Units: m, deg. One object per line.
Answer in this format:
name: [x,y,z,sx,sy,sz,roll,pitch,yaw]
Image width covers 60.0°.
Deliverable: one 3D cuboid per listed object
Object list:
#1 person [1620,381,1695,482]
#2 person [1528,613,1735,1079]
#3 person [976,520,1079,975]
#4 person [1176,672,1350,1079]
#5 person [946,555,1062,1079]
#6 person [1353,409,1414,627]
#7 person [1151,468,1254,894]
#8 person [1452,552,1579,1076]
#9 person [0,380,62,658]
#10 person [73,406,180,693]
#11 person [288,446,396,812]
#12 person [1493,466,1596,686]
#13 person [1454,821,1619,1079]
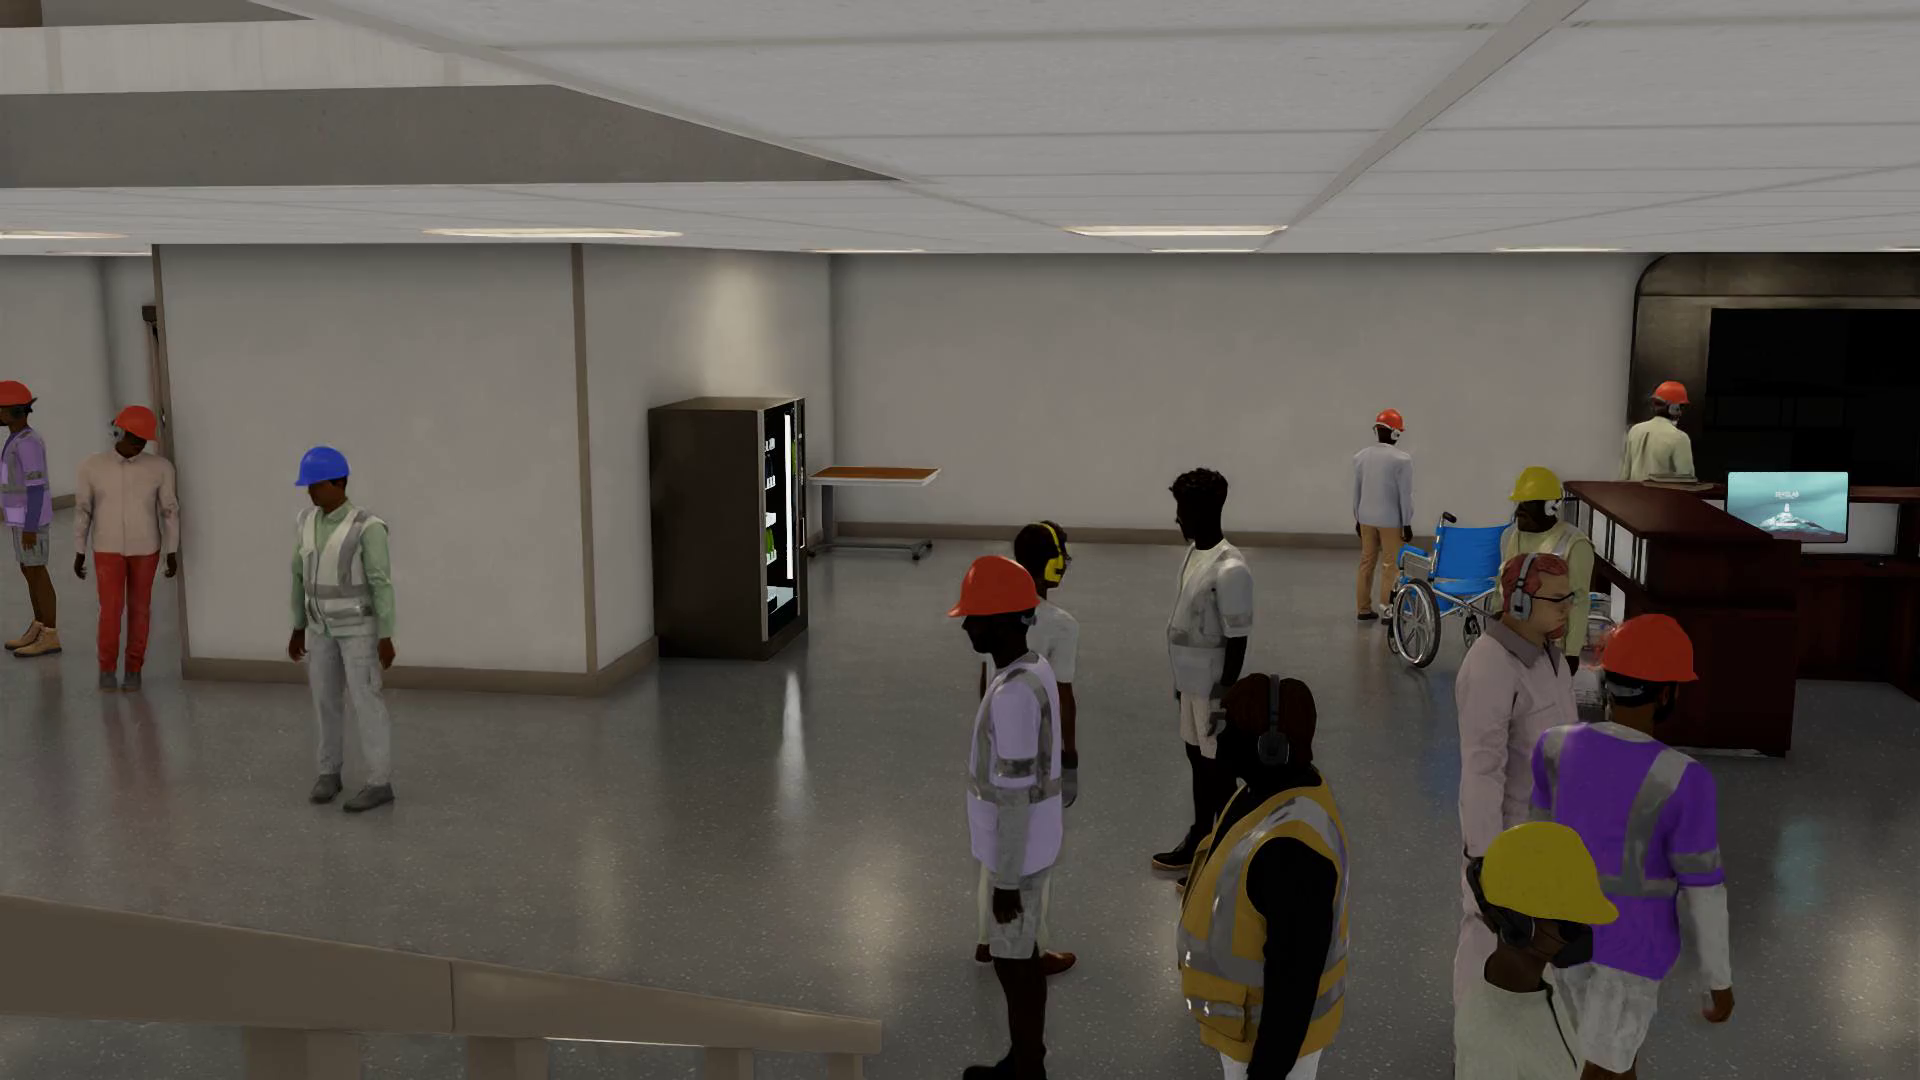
person: [5.710,-0.296,13.416,0.942,1.952,0.651,-3,10,-17]
person: [1.921,1.141,4.803,1.009,1.881,0.567,-5,11,-30]
person: [0.282,0.848,6.683,0.521,1.859,0.336,8,12,41]
person: [0.771,1.242,4.300,0.429,1.844,0.625,1,9,4]
person: [0.145,1.006,5.500,0.383,1.929,0.546,1,9,5]
person: [3.413,-0.180,13.370,0.353,1.743,0.564,-7,11,-37]
person: [1.126,0.641,7.635,0.374,1.960,0.600,-2,9,-10]
person: [1.940,0.976,5.775,0.399,1.901,0.648,6,11,35]
person: [-6.928,-0.157,12.302,0.377,2.044,0.607,-7,12,-38]
person: [-5.589,0.073,11.172,0.656,1.949,0.533,-5,11,-29]
person: [-3.285,0.458,8.834,0.630,1.942,0.432,5,10,28]
person: [3.076,0.512,8.873,0.413,1.824,0.597,-5,10,-27]
person: [1.136,1.424,3.405,0.316,1.767,0.535,4,10,25]
